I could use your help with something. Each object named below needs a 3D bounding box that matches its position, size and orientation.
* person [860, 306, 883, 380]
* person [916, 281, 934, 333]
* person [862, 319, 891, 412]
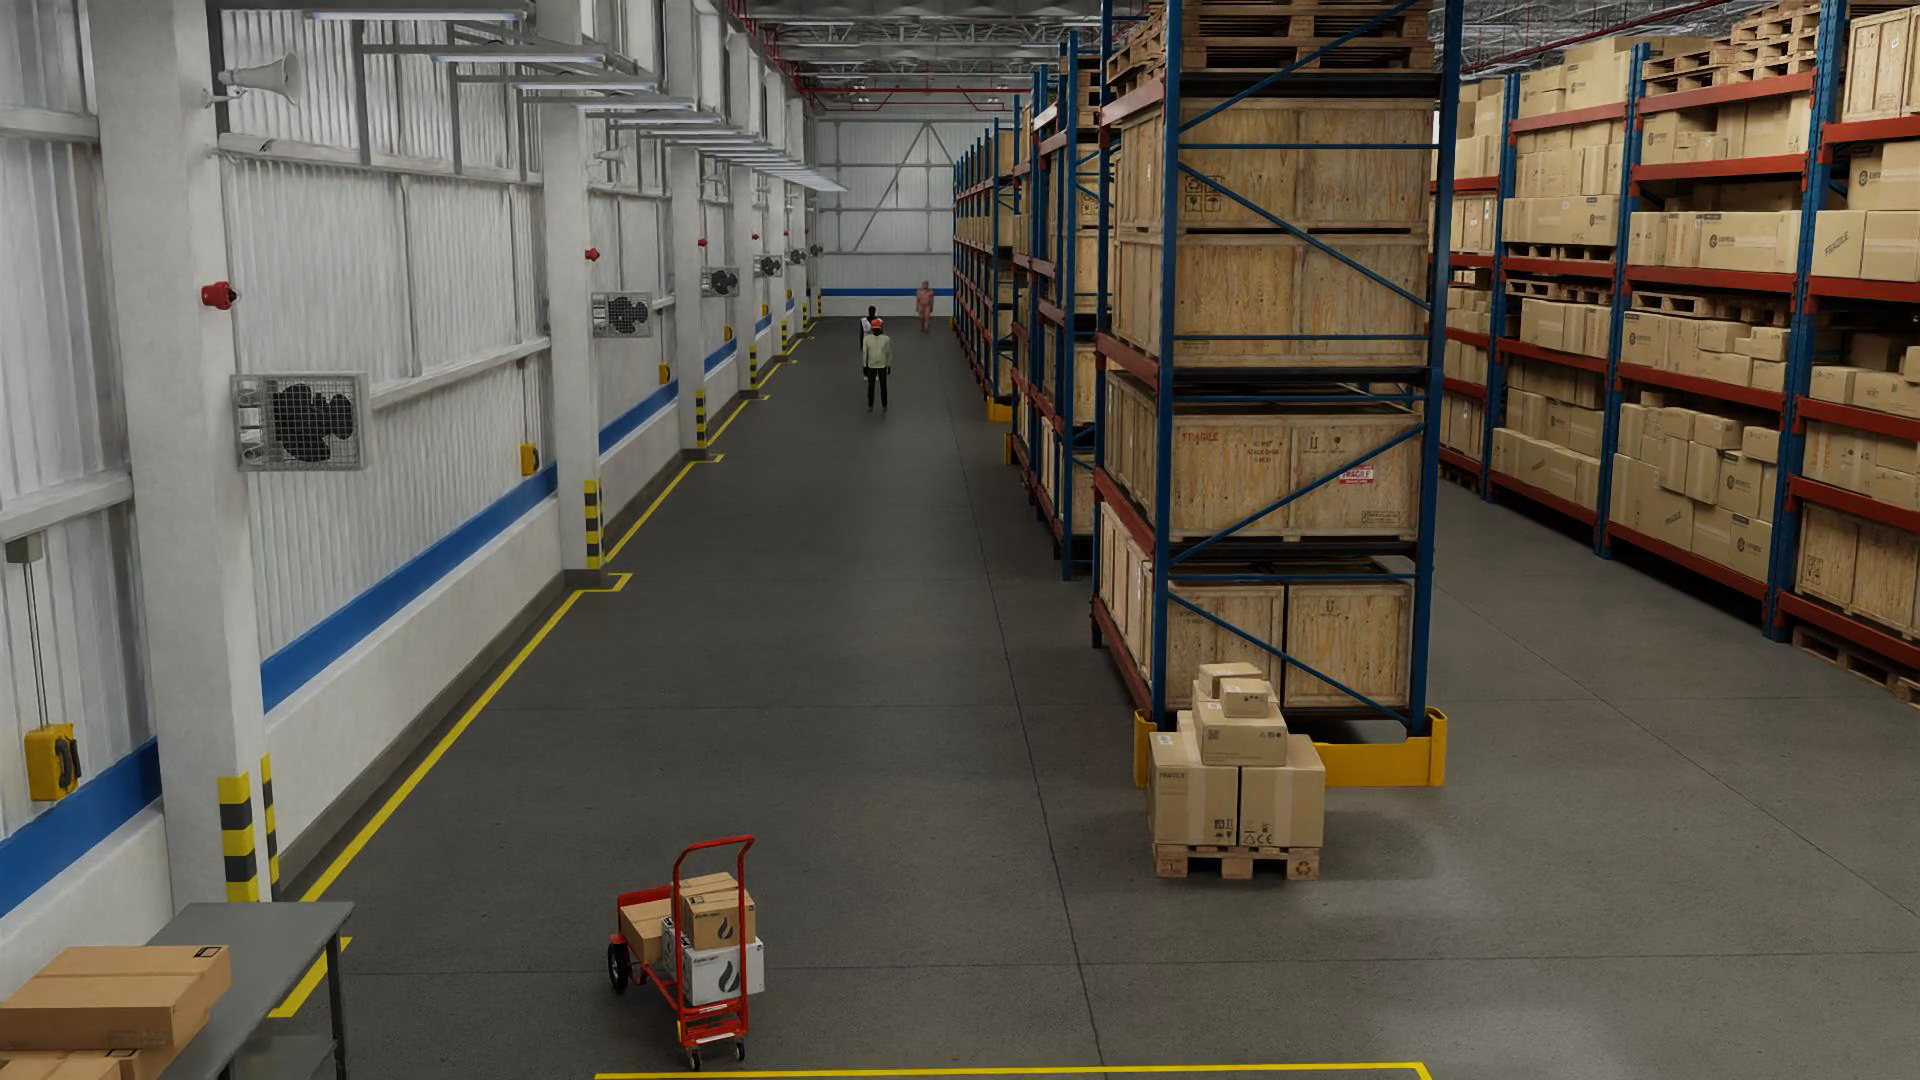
[{"bbox_3d":[-2.273,-5.049,42.667,0.598,1.907,0.405,-2,11,-10],"label":"person"},{"bbox_3d":[-1.273,-8.515,60.728,0.648,1.887,0.758,1,11,5],"label":"person"},{"bbox_3d":[-1.782,-3.735,35.625,0.617,1.986,0.408,0,11,-2],"label":"person"}]
